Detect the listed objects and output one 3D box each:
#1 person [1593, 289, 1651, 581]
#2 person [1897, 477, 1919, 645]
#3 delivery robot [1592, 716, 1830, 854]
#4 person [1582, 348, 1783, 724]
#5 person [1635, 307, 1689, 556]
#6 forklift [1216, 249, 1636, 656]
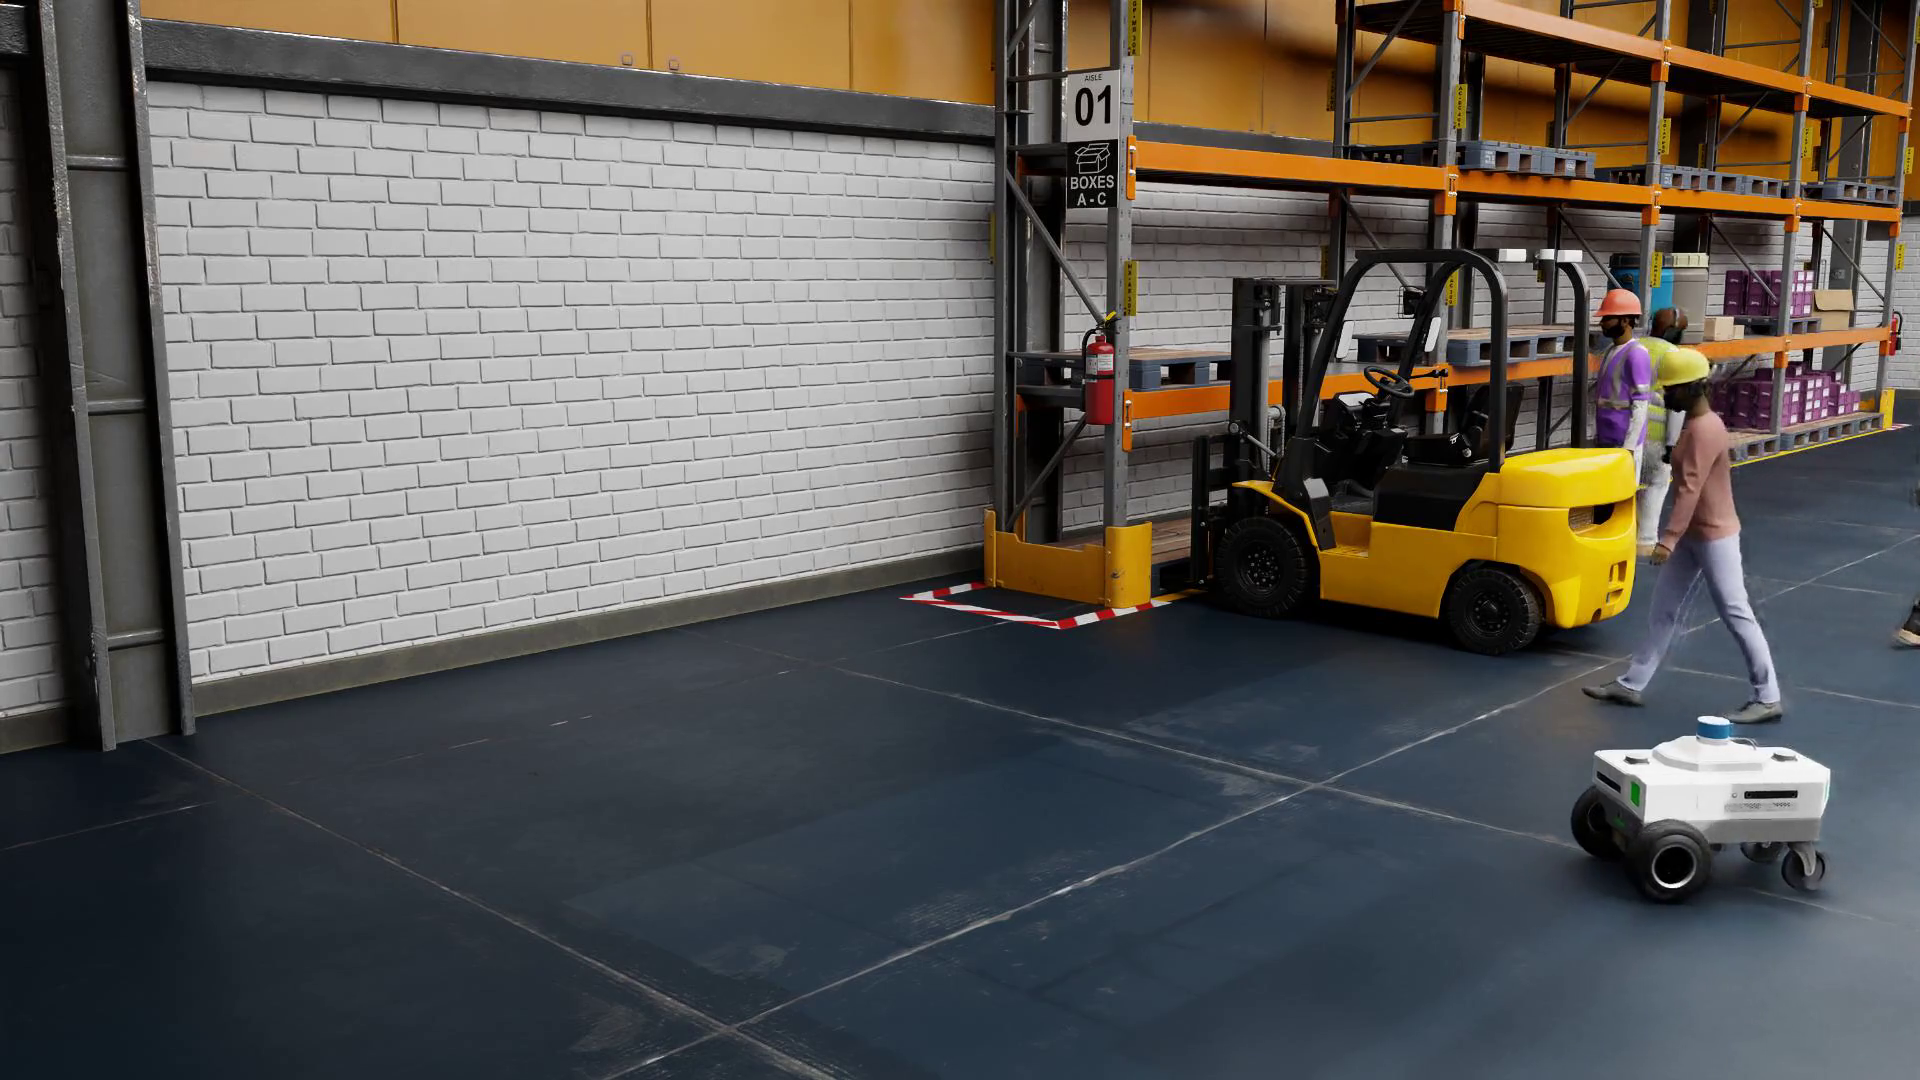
[{"bbox_3d":[4.344,-0.685,11.024,0.377,1.938,0.547,0,9,2],"label":"person"},{"bbox_3d":[5.601,-0.354,9.138,1.076,1.907,0.591,-3,10,-16],"label":"person"},{"bbox_3d":[2.532,0.840,5.619,0.707,0.478,0.477,-1,9,-4],"label":"delivery robot"},{"bbox_3d":[3.398,-0.019,7.638,0.853,1.710,0.552,2,10,13],"label":"person"},{"bbox_3d":[4.823,-0.758,11.893,0.677,1.807,0.653,-5,11,-28],"label":"person"},{"bbox_3d":[2.710,-0.584,9.626,2.313,2.155,1.214,9,13,43],"label":"forklift"}]
